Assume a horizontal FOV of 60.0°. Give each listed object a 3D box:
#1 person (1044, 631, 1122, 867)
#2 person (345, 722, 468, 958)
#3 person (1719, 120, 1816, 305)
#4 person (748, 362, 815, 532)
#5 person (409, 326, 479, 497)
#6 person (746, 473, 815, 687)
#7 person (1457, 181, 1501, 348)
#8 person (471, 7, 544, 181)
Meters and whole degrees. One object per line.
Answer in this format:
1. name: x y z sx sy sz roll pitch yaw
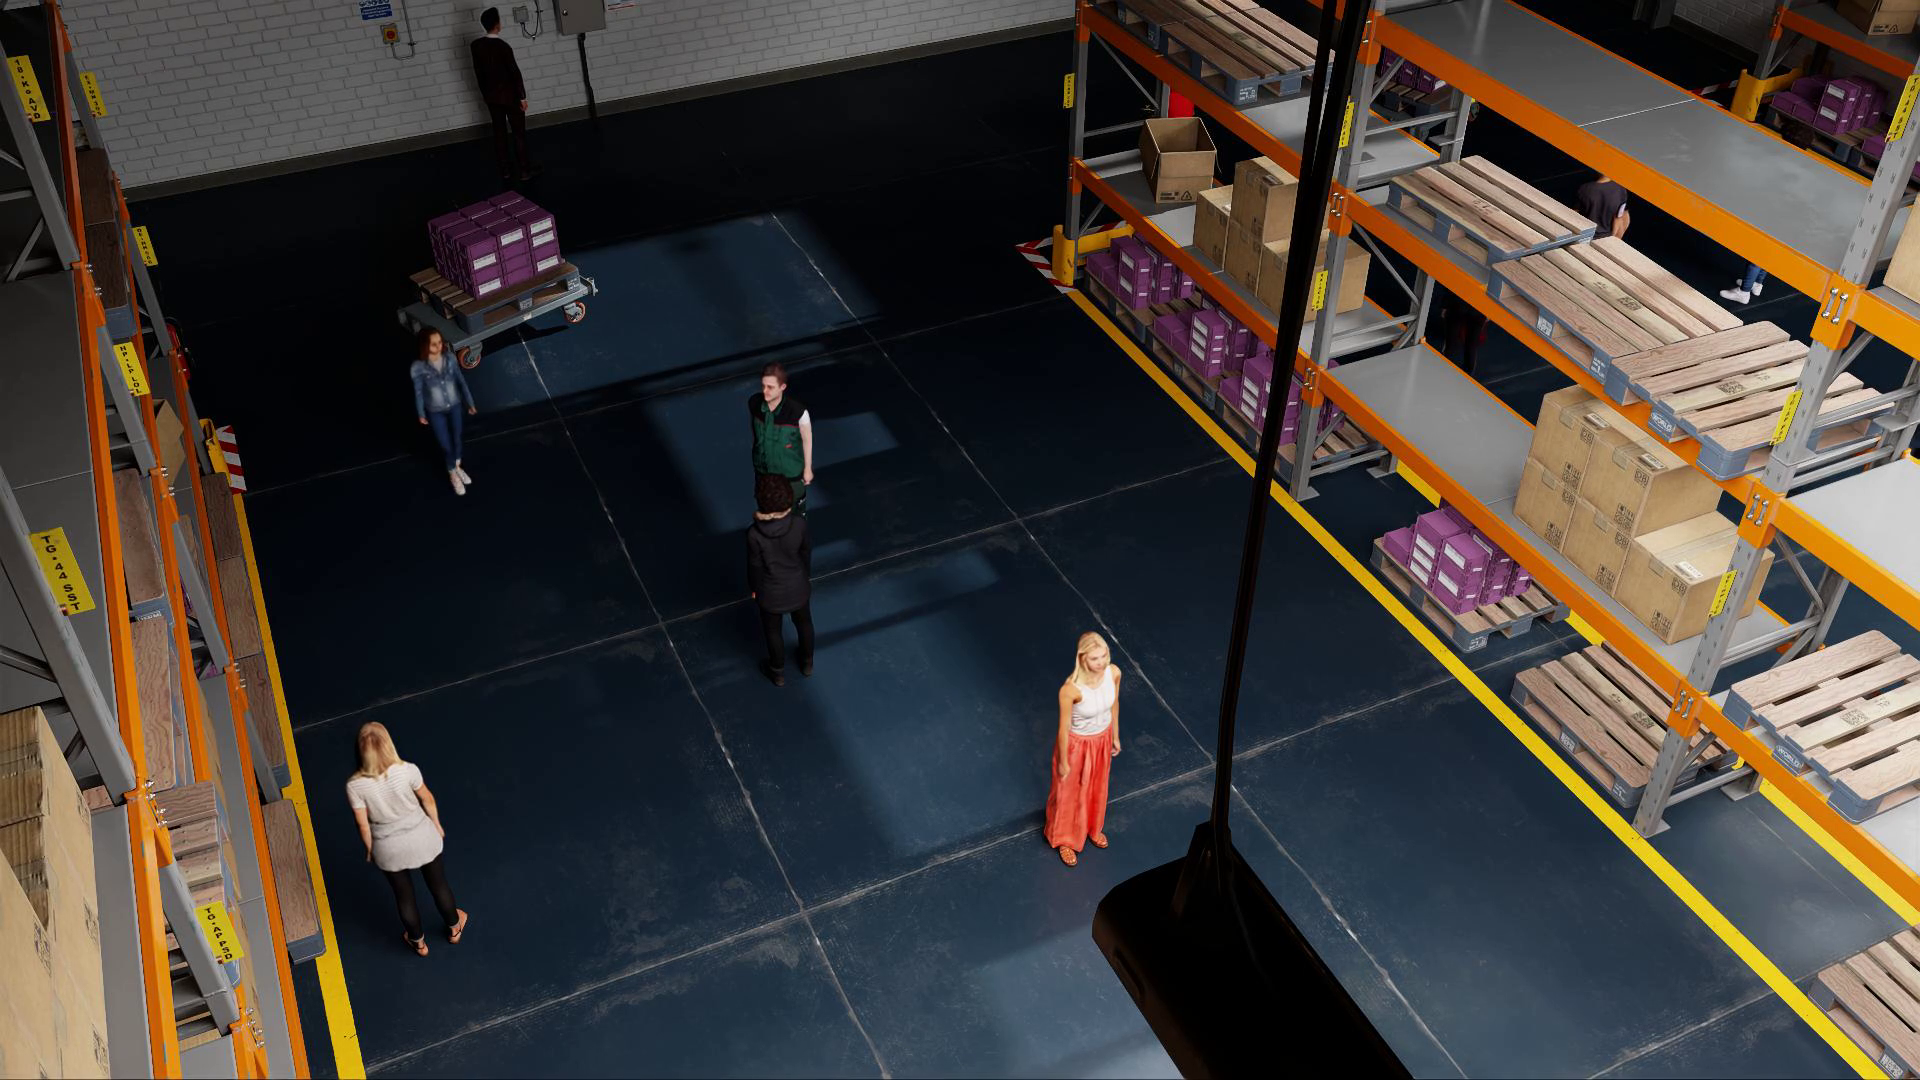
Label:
1. person: 0.771 1.259 10.262 0.664 1.803 0.623 -23 44 -26
2. person: -3.216 1.744 9.636 0.600 1.826 0.515 -16 41 -19
3. person: 7.656 -3.102 15.717 0.737 1.810 0.665 -28 47 -31
4. person: -1.344 -0.541 12.484 0.724 1.841 0.788 14 41 16
5. person: -4.218 -1.103 13.483 0.680 1.473 0.702 -30 47 -32
6. person: -1.227 0.283 11.500 0.610 1.781 0.586 -15 41 -18
7. person: 4.748 -2.473 15.066 0.655 1.639 0.810 -17 42 -21
8. person: -4.866 -4.741 17.724 0.777 1.865 0.821 10 40 12
